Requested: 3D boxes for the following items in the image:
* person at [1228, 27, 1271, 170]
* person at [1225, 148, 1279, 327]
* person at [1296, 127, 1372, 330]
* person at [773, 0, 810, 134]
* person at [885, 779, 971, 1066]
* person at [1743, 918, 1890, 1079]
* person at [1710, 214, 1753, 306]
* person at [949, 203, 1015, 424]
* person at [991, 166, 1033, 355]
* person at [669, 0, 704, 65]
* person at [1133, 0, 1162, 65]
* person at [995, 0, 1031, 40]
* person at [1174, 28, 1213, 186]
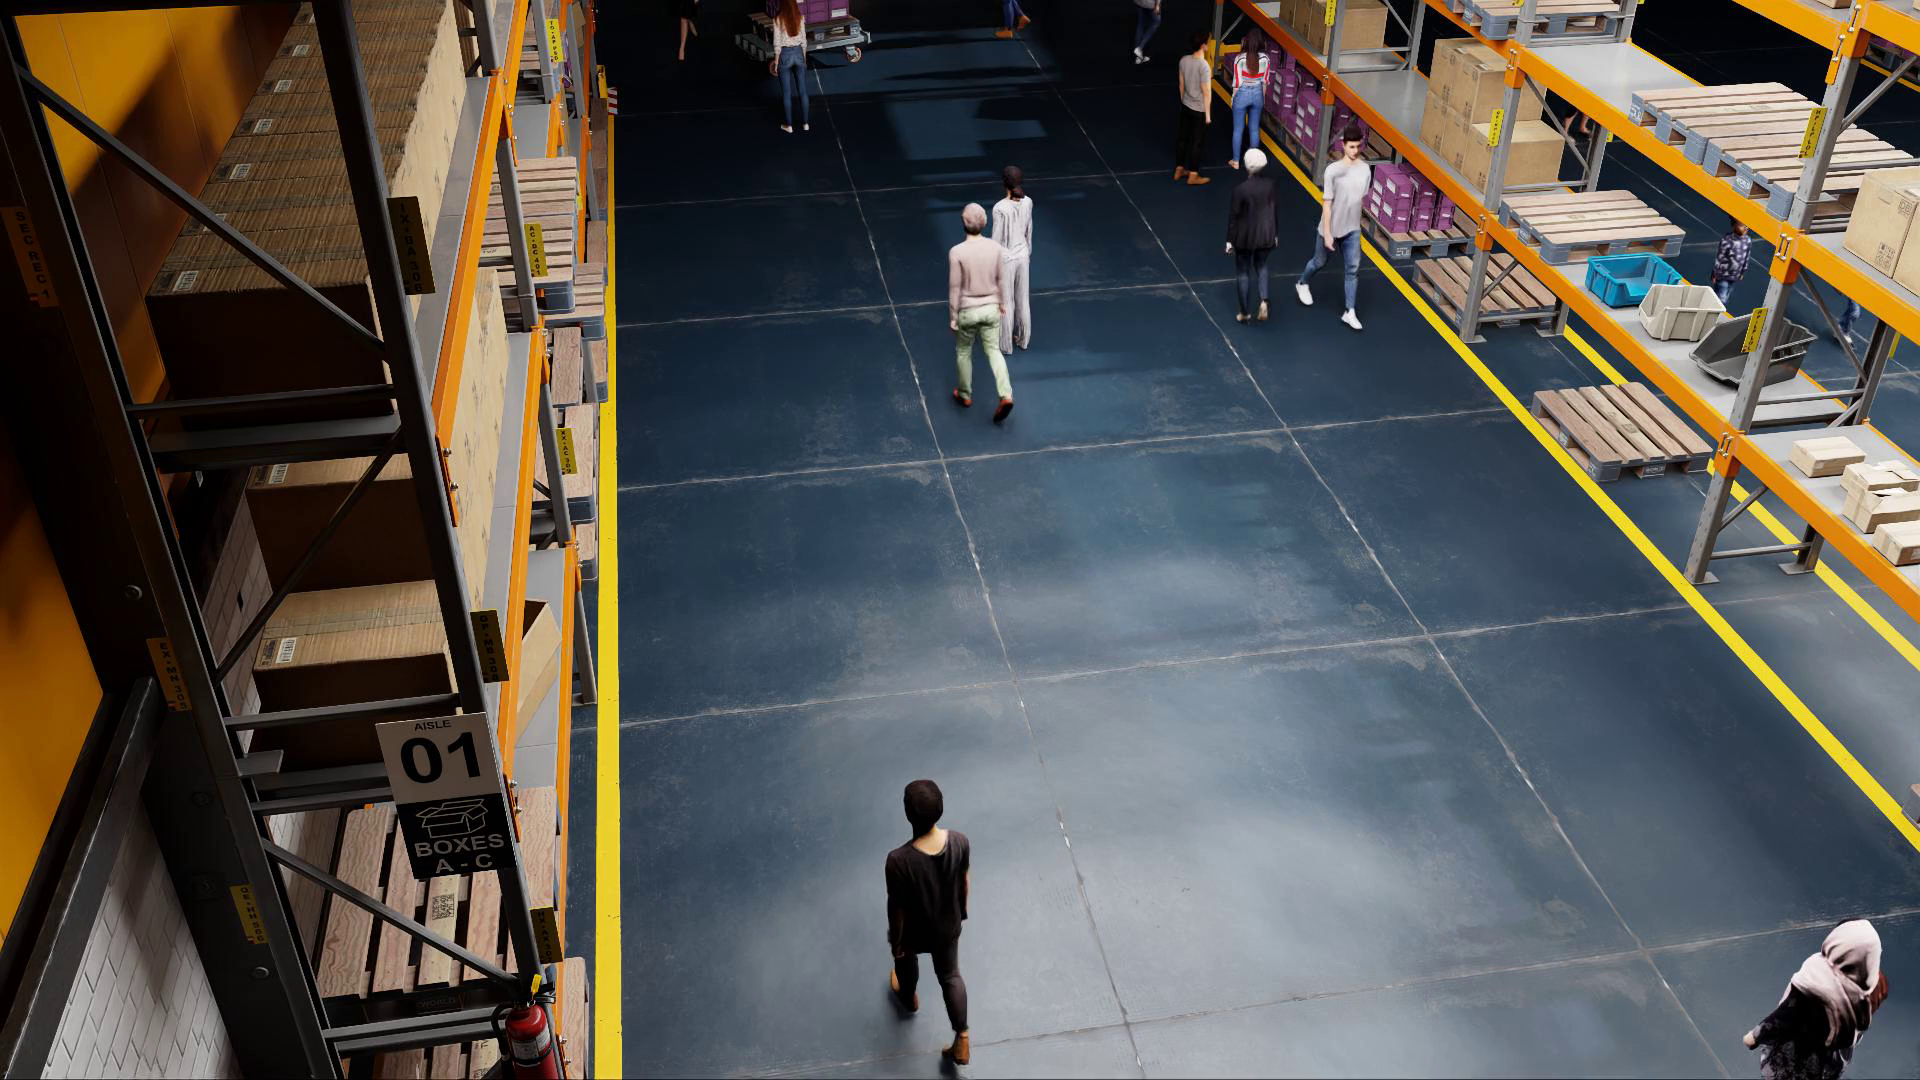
[{"bbox_3d":[3.297,-5.047,18.986,0.606,1.613,0.521,-3,34,-5],"label":"person"},{"bbox_3d":[2.800,-2.753,15.429,0.728,1.761,0.674,-6,34,-9],"label":"person"},{"bbox_3d":[3.515,-2.976,15.652,0.761,1.853,1.184,-10,35,-15],"label":"person"},{"bbox_3d":[-2.024,-5.766,19.965,0.620,1.725,0.574,-13,36,-19],"label":"person"},{"bbox_3d":[-0.131,1.945,8.393,0.764,1.693,1.102,-13,36,-18],"label":"person"},{"bbox_3d":[3.998,2.415,7.743,0.689,1.631,0.706,-11,35,-16],"label":"person"},{"bbox_3d":[7.148,-2.538,15.549,0.517,1.239,0.760,-7,34,-11],"label":"person"},{"bbox_3d":[0.188,-1.875,13.997,0.811,1.852,1.121,-14,36,-20],"label":"person"},{"bbox_3d":[0.468,-2.530,15.054,0.667,1.773,0.653,-19,38,-27],"label":"person"},{"bbox_3d":[-3.688,-7.330,22.322,0.878,1.721,1.082,9,35,13],"label":"person"},{"bbox_3d":[2.421,-7.158,22.069,0.852,1.715,0.787,-28,43,-35],"label":"person"},{"bbox_3d":[0.759,-7.843,23.079,0.917,1.738,0.854,7,34,10],"label":"person"},{"bbox_3d":[2.617,-4.849,18.589,0.740,1.722,0.603,-21,39,-28],"label":"person"}]
